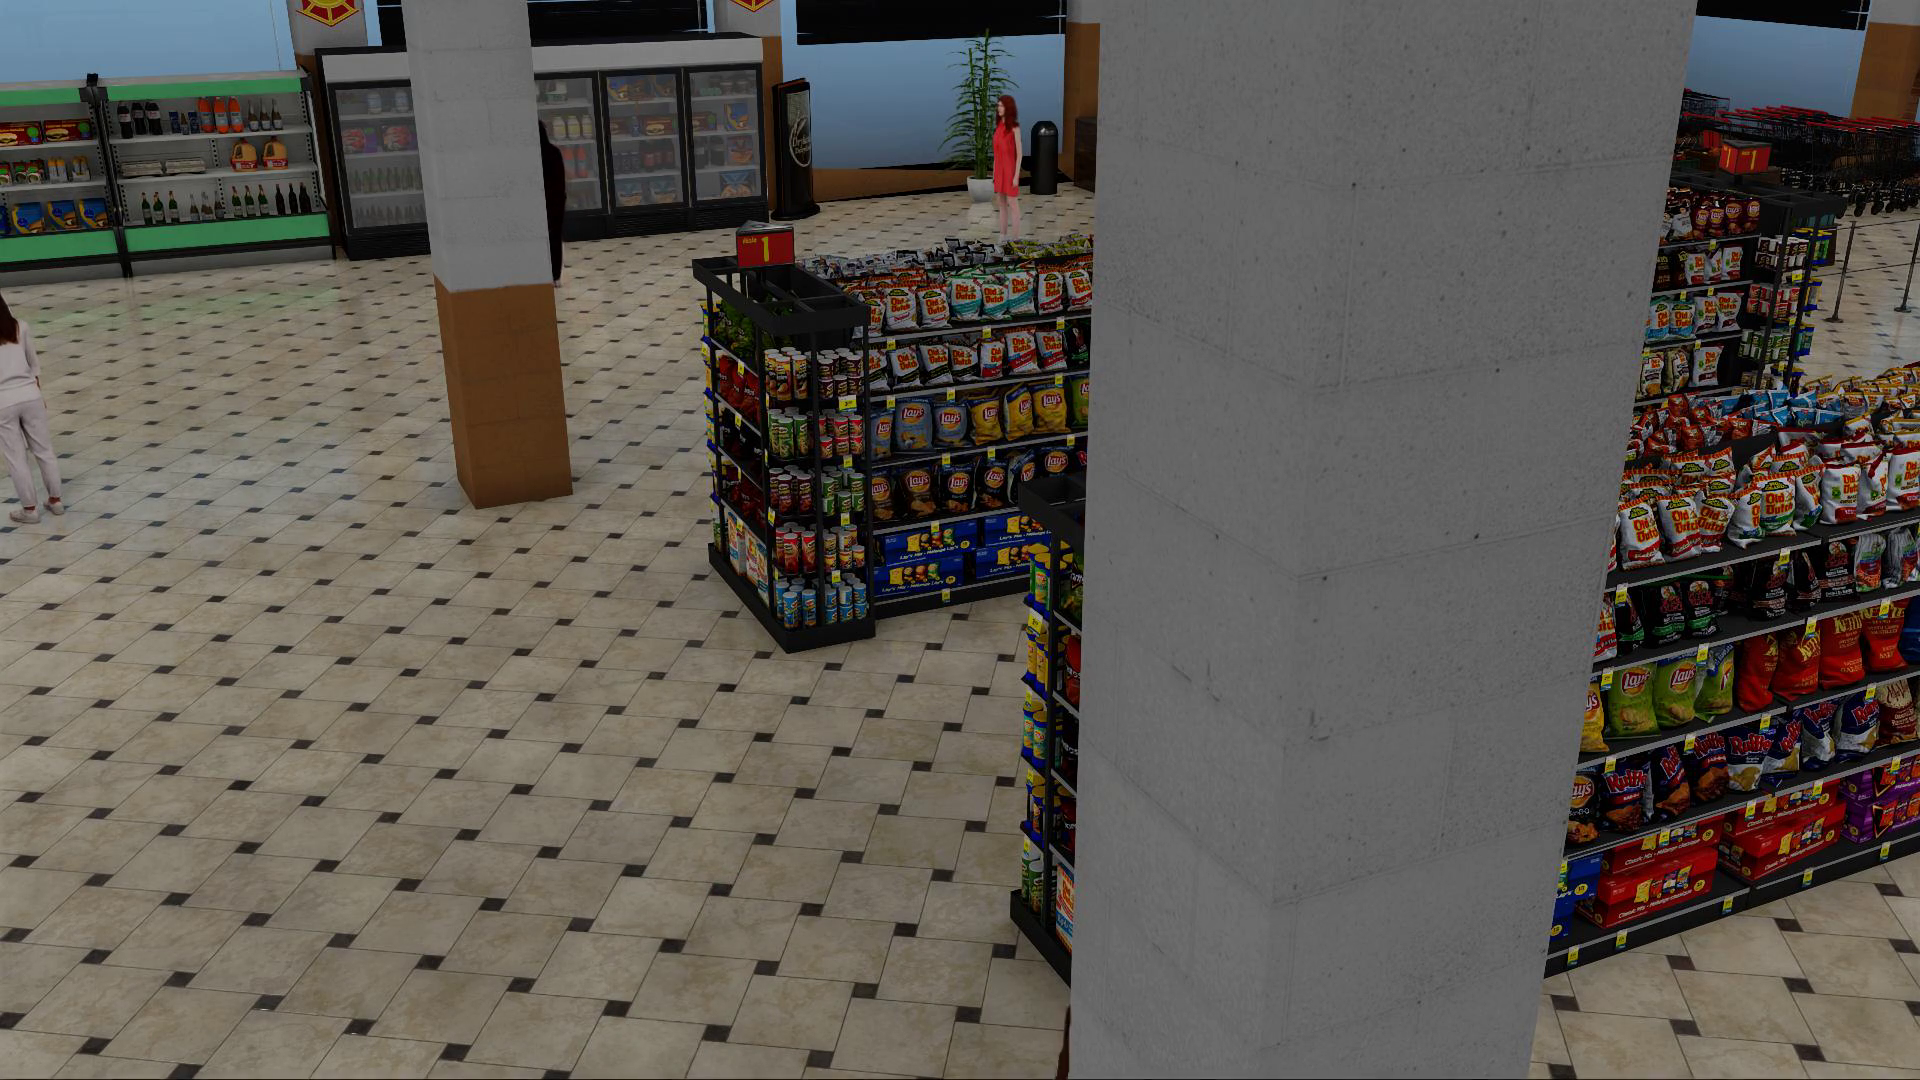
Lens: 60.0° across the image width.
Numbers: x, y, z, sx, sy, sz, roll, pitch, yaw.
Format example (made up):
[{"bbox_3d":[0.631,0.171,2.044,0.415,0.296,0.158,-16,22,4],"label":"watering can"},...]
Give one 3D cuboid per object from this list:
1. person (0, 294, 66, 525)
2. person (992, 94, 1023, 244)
[{"bbox_3d":[-6.433,-0.944,11.309,0.744,1.688,0.644,14,26,31],"label":"person"},{"bbox_3d":[0.554,-4.253,19.359,0.542,1.826,0.631,-13,25,-30],"label":"person"}]
